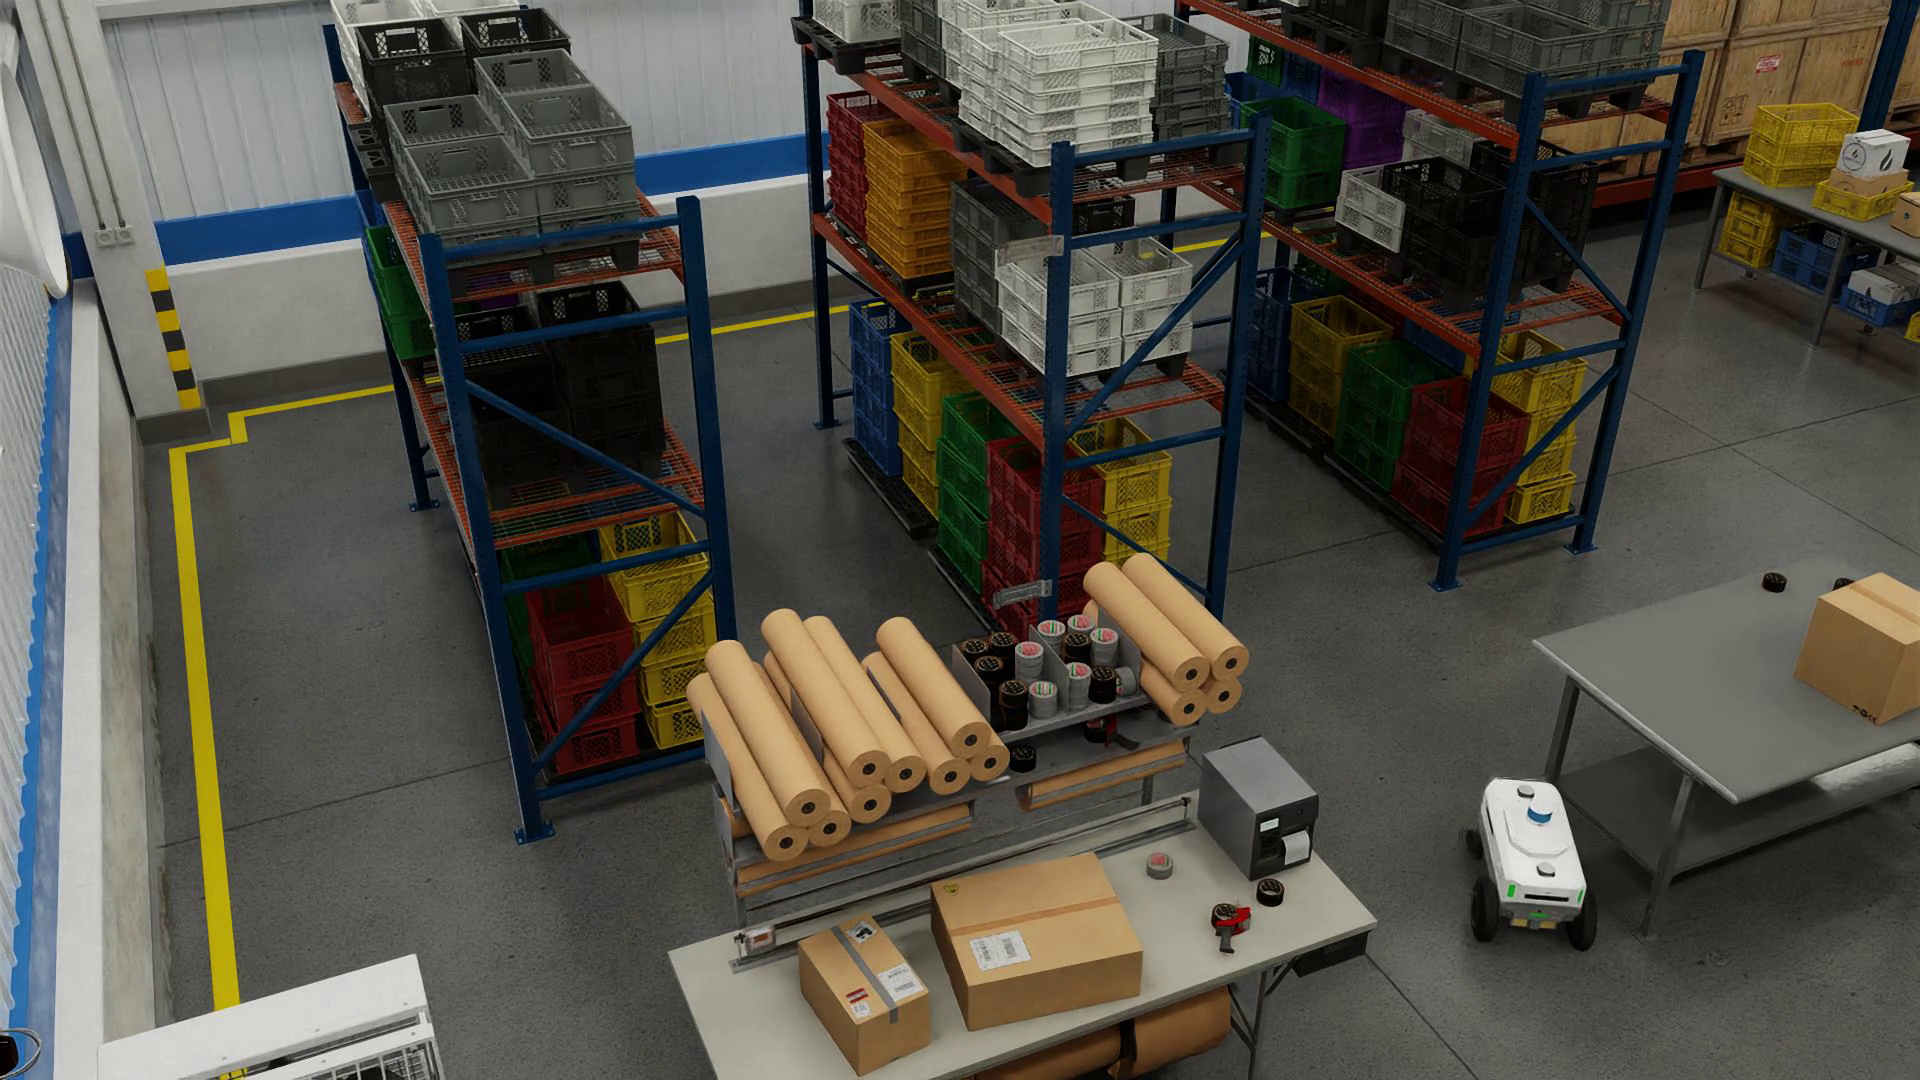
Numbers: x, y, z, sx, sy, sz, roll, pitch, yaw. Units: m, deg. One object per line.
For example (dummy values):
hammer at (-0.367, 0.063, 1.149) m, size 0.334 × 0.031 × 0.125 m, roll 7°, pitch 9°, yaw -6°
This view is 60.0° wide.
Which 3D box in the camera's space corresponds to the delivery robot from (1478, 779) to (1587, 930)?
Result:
delivery robot at (2.533, 1.364, 7.375) m, size 0.477 × 0.478 × 0.707 m, roll 4°, pitch 32°, yaw 6°

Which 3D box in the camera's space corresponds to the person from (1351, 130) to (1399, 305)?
person at (3.008, -2.341, 12.173) m, size 0.373 × 1.936 × 0.629 m, roll -10°, pitch 33°, yaw -16°

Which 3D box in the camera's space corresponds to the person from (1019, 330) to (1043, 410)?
person at (0.460, -1.504, 10.859) m, size 0.337 × 1.882 × 0.585 m, roll 24°, pitch 39°, yaw 33°
